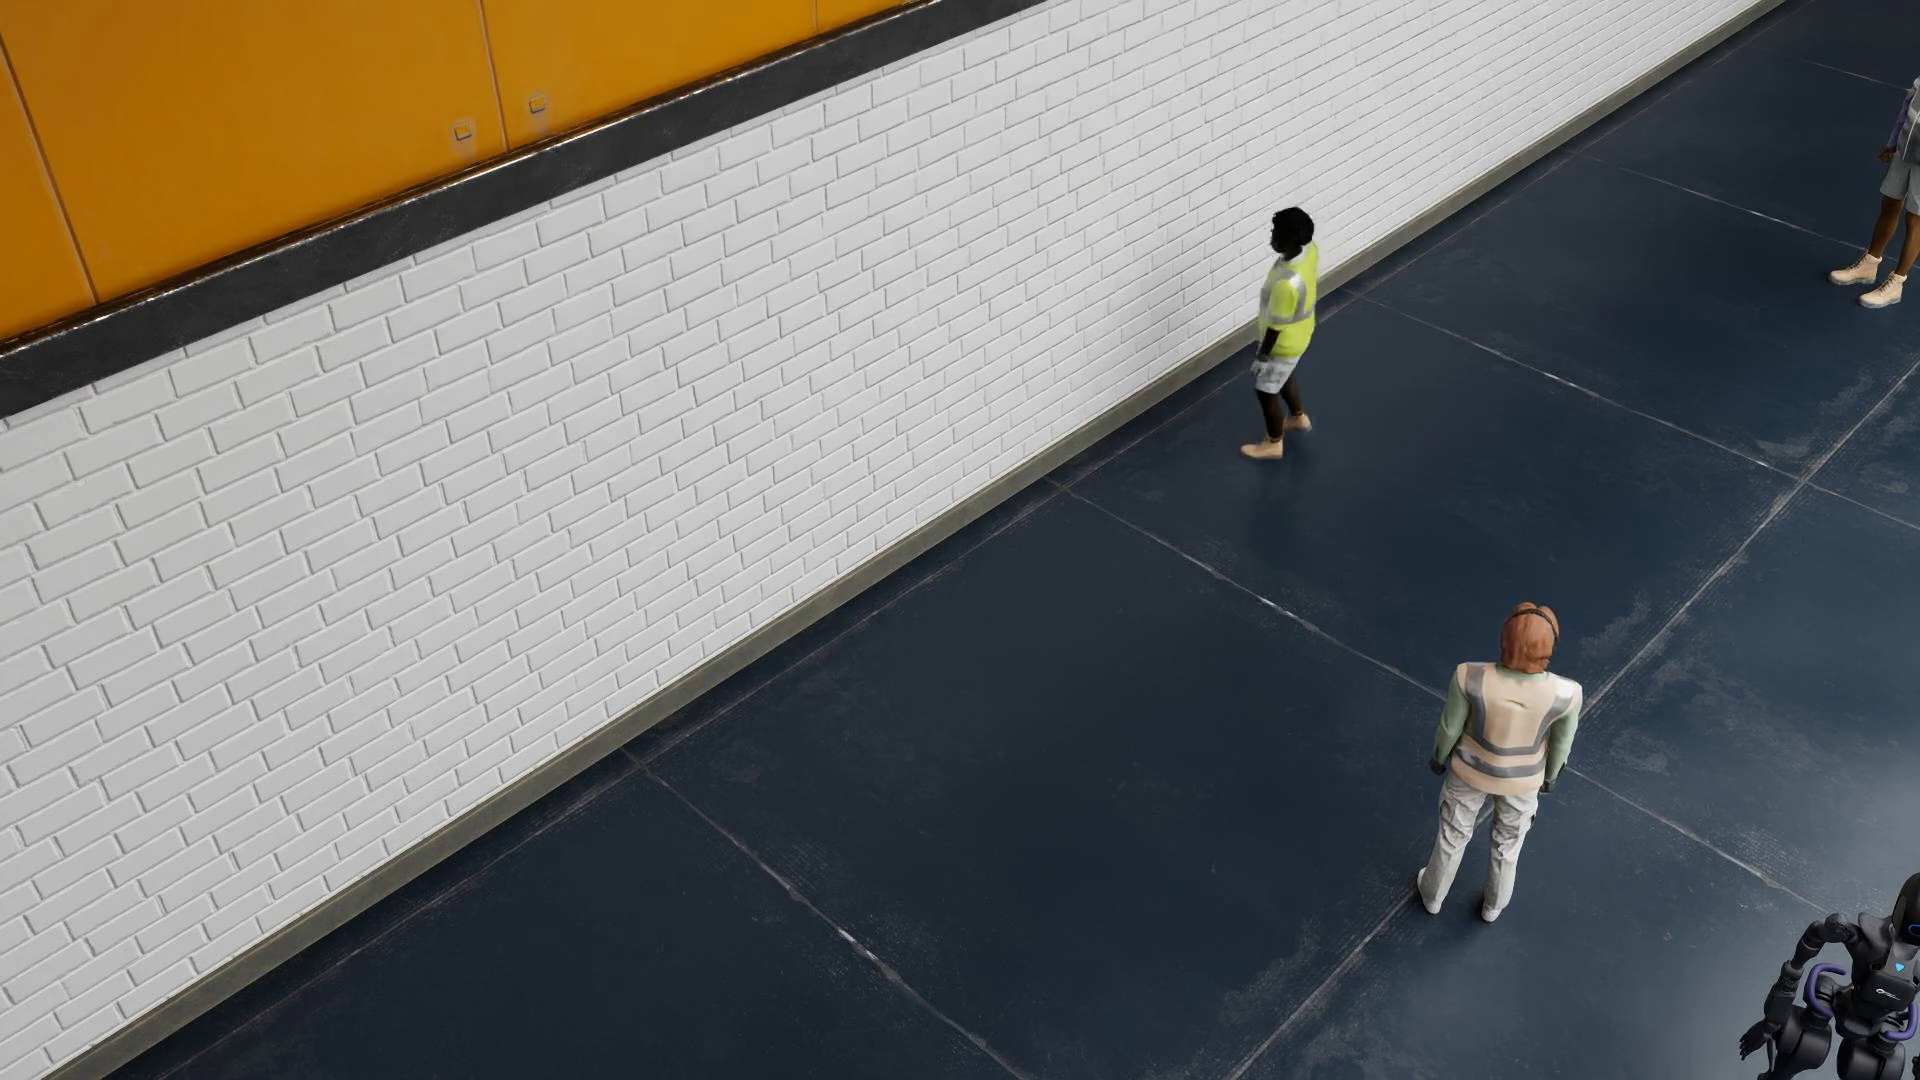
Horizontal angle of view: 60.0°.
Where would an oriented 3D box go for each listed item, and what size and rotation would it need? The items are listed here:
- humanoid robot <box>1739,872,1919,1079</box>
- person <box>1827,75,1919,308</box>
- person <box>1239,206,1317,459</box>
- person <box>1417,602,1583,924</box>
[{"bbox_3d":[3.020,1.701,5.654,0.599,1.657,0.315,17,42,20],"label":"humanoid robot"},{"bbox_3d":[6.113,-2.455,10.568,0.366,2.048,0.606,-7,39,-9],"label":"person"},{"bbox_3d":[1.801,-1.128,9.211,0.343,1.660,0.608,14,41,16],"label":"person"},{"bbox_3d":[2.140,0.925,6.664,0.514,1.639,0.308,9,40,11],"label":"person"}]
